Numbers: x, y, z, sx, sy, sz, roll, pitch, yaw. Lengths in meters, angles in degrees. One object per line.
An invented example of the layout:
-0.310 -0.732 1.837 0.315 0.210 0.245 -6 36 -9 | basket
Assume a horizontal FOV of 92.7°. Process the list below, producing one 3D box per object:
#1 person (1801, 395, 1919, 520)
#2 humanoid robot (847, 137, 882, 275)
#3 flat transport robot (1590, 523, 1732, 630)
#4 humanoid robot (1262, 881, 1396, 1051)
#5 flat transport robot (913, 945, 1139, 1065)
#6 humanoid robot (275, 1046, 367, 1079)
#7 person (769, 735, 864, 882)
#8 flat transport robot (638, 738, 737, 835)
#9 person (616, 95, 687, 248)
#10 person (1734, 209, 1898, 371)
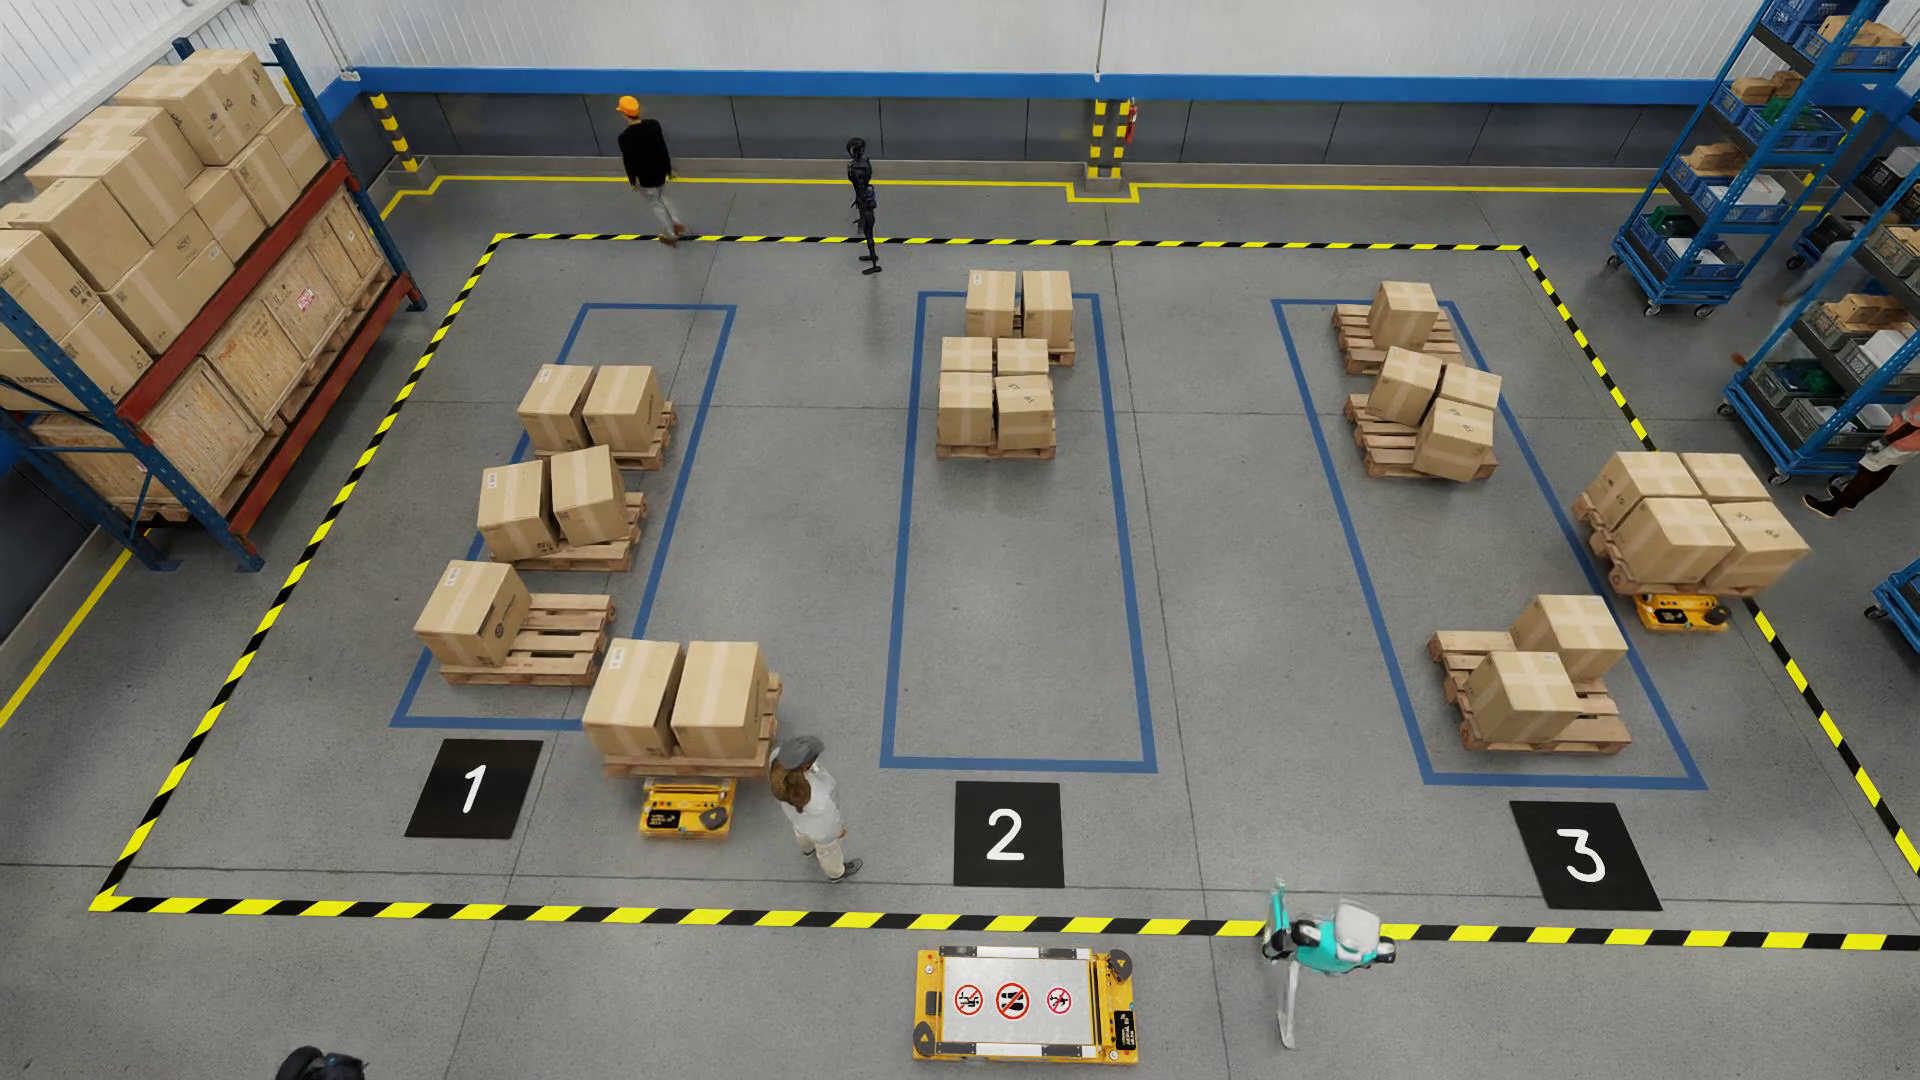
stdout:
8.427 -0.937 8.160 0.602 1.958 0.376 -14 52 -11 | person
-1.135 -3.918 10.761 0.315 1.657 0.599 -6 51 -5 | humanoid robot
6.307 0.169 8.330 0.652 0.197 1.431 1 51 1 | flat transport robot
2.115 2.403 5.576 0.548 1.730 0.984 9 51 7 | humanoid robot
0.422 3.041 6.007 1.431 0.231 0.659 1 51 1 | flat transport robot
-3.236 3.078 5.059 0.584 1.656 0.328 6 51 5 | humanoid robot
-0.980 1.794 6.055 0.562 1.769 0.400 37 60 26 | person
-2.033 1.574 7.184 0.652 0.197 1.431 1 51 1 | flat transport robot
-3.737 -4.395 11.039 0.440 1.865 0.581 25 55 19 | person
8.870 -2.505 9.453 0.635 1.937 0.352 -1 51 -1 | person
